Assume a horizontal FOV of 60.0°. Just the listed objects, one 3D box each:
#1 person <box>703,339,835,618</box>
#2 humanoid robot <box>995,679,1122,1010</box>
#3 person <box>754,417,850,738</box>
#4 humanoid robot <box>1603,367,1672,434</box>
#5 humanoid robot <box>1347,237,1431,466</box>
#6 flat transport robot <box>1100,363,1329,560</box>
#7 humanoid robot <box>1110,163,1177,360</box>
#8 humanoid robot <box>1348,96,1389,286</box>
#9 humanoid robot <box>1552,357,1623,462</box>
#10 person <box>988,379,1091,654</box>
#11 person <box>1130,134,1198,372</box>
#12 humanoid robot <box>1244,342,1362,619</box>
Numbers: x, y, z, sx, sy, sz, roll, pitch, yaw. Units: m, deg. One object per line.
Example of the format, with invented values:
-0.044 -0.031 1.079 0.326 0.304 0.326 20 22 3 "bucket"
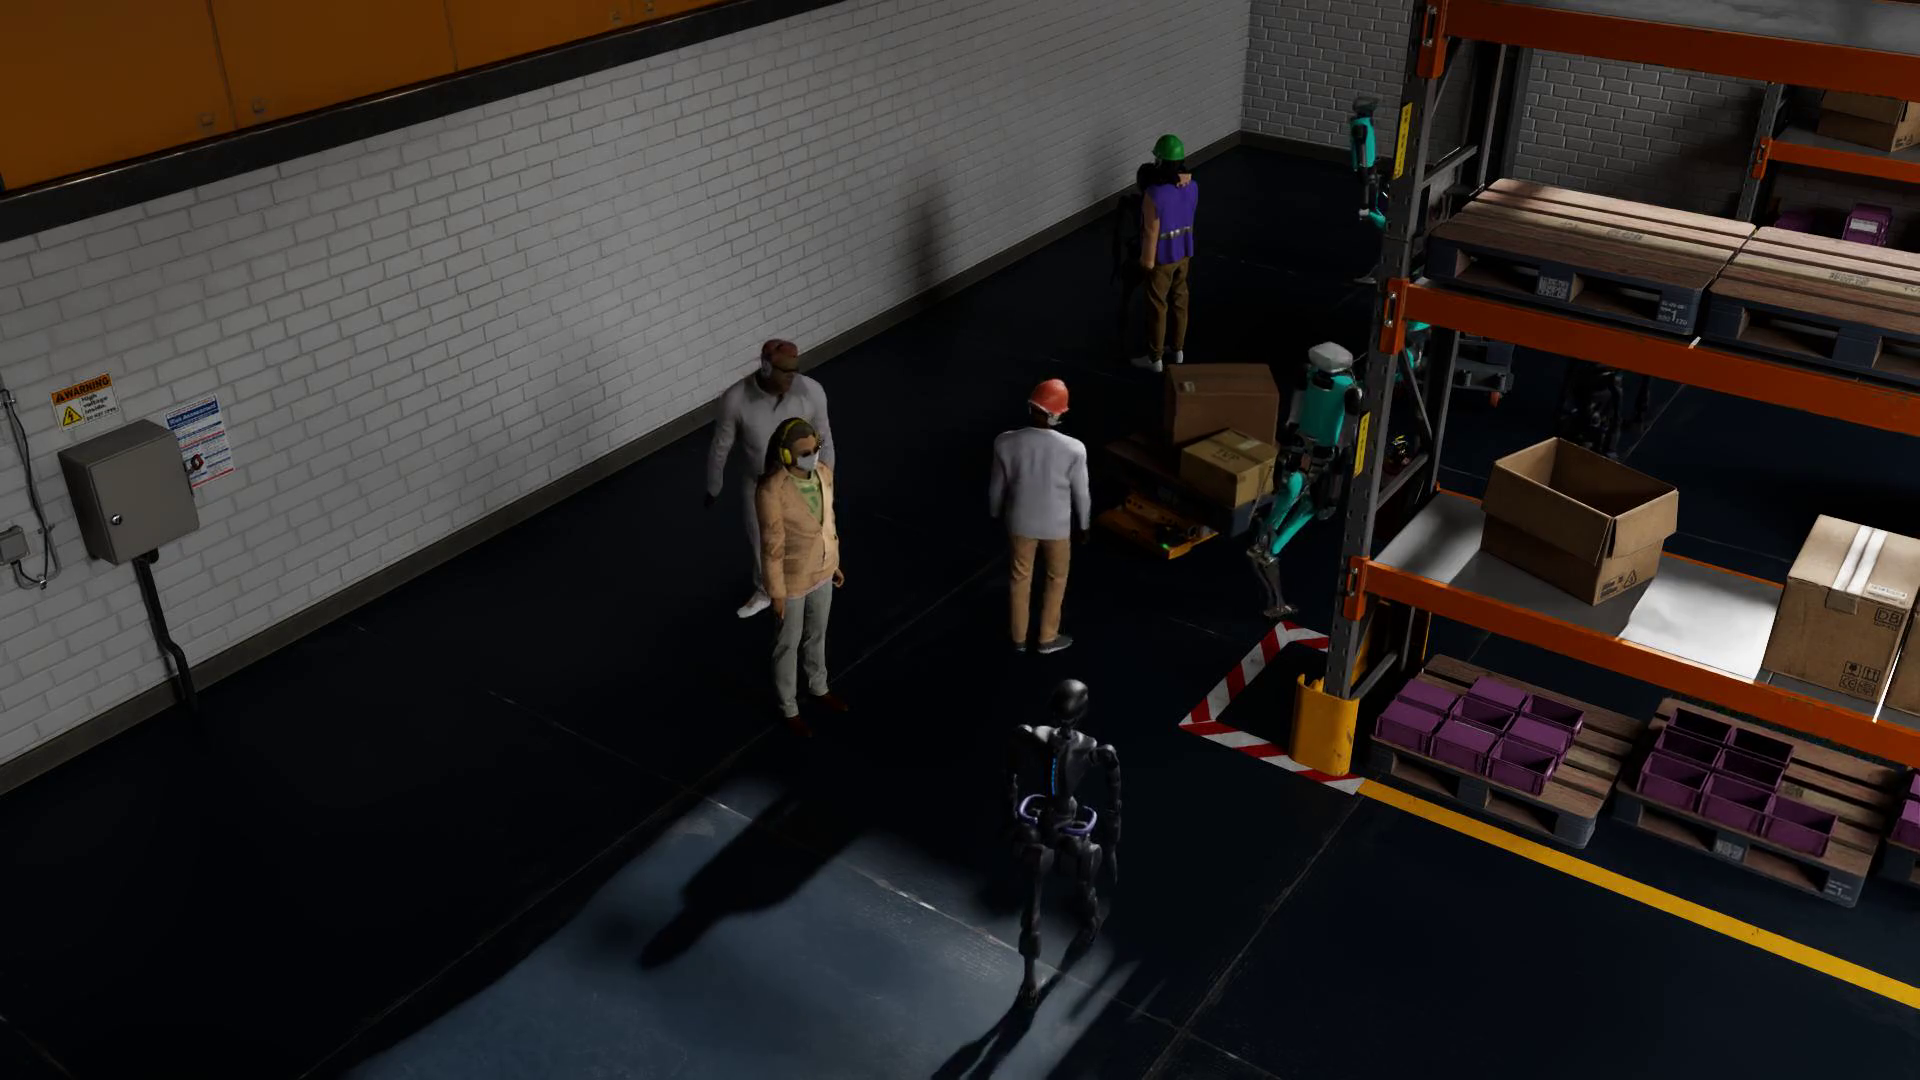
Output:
-1.140 -0.338 10.019 0.787 1.889 0.399 -5 30 -9 "person"
0.444 1.277 7.438 0.589 1.634 0.722 11 32 18 "humanoid robot"
-0.880 0.183 9.115 0.412 1.876 0.550 21 36 32 "person"
4.984 -1.434 12.181 0.583 1.651 0.769 16 33 25 "humanoid robot"
3.017 -1.338 11.892 0.747 1.778 0.562 23 37 34 "humanoid robot"
1.709 -0.287 11.537 1.431 0.231 0.659 -23 37 -34 "flat transport robot"
1.506 -2.237 13.509 0.584 1.653 0.349 10 31 16 "humanoid robot"
3.807 -3.017 14.905 0.819 1.862 0.530 8 31 13 "humanoid robot"
4.077 -0.637 10.747 0.405 1.641 0.590 -12 32 -20 "humanoid robot"
0.467 -0.127 9.794 0.629 1.733 0.406 8 31 14 "person"
1.653 -2.283 13.337 0.533 1.931 0.421 -22 37 -33 "person"
1.983 -0.275 10.091 0.786 1.814 0.533 -19 35 -29 "humanoid robot"
